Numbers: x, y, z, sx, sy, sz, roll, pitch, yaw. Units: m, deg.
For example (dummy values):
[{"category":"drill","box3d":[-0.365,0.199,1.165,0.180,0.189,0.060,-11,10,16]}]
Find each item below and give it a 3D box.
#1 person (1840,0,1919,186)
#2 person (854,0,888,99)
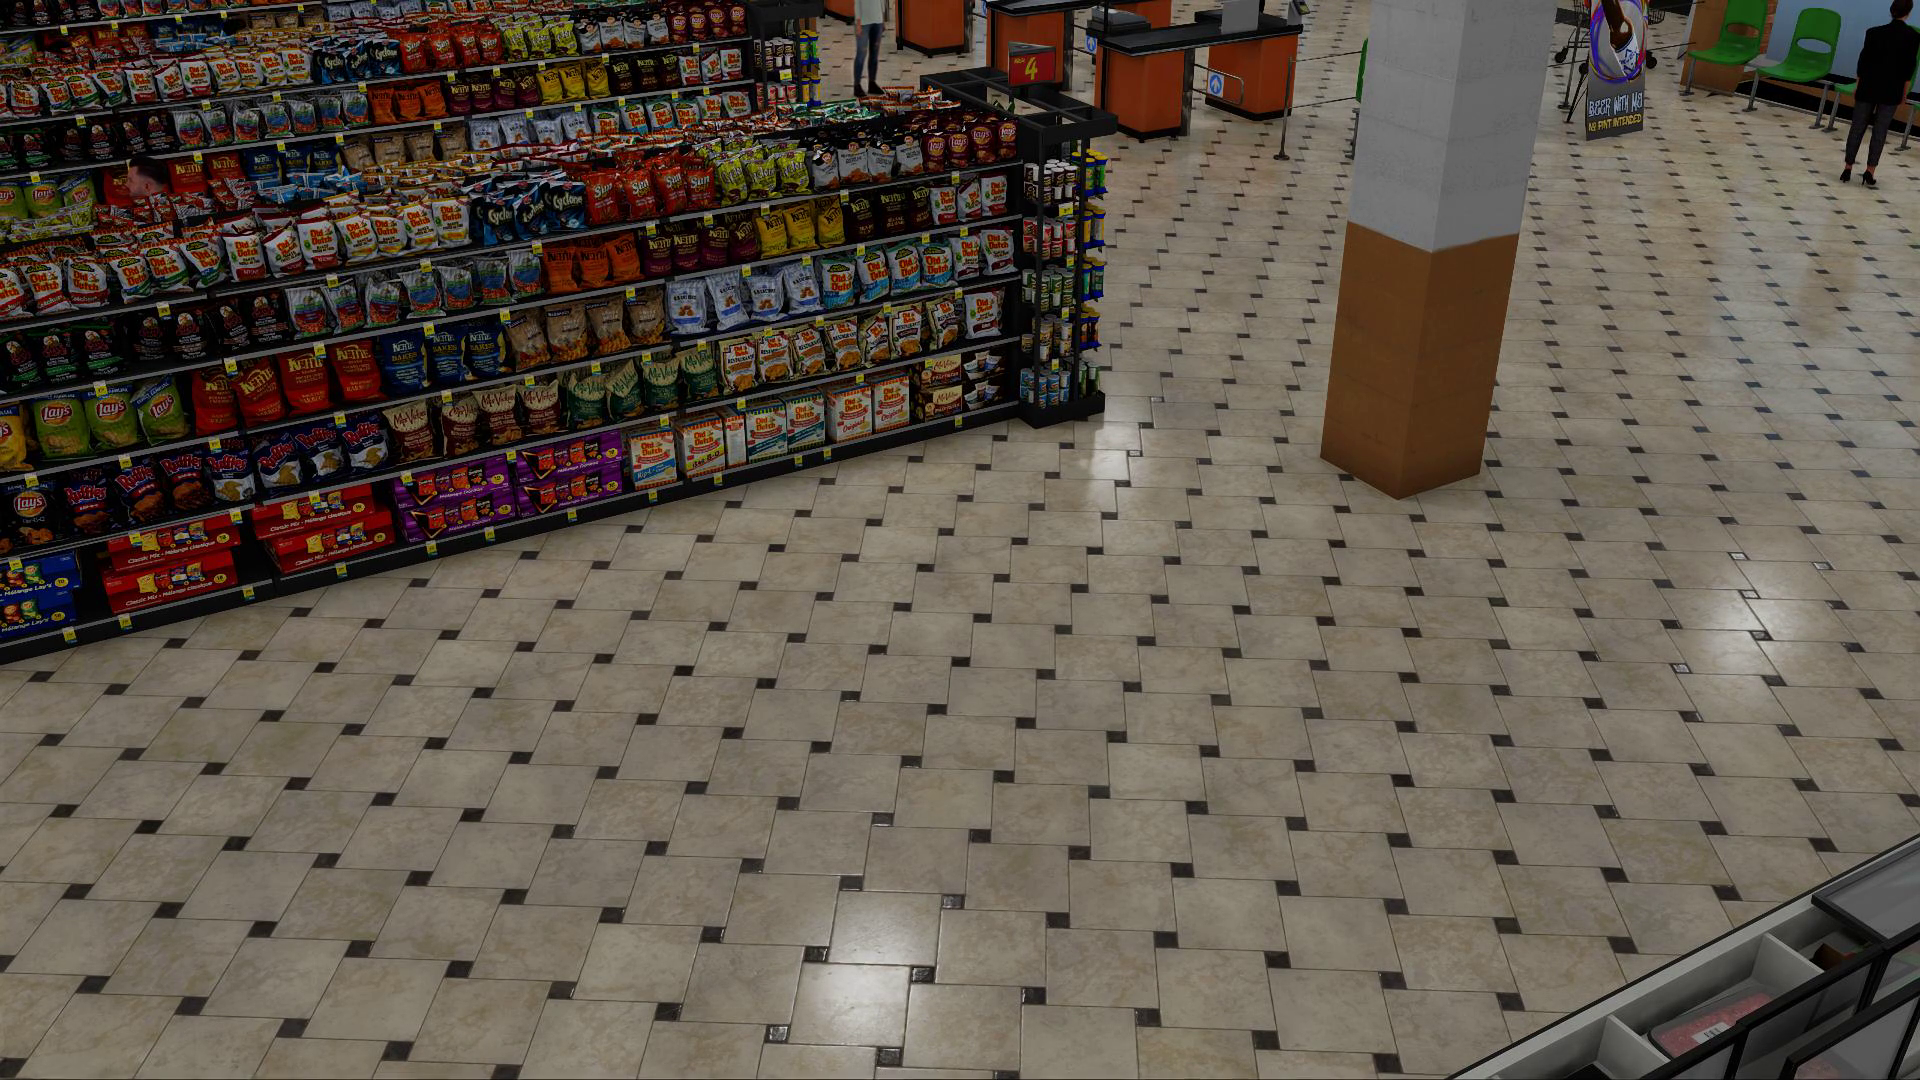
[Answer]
[{"category":"person","box3d":[8.535,-4.164,15.435,0.715,1.719,0.688,22,35,34]},{"category":"person","box3d":[-1.016,-5.740,18.403,0.519,1.642,0.679,-23,36,-35]}]
